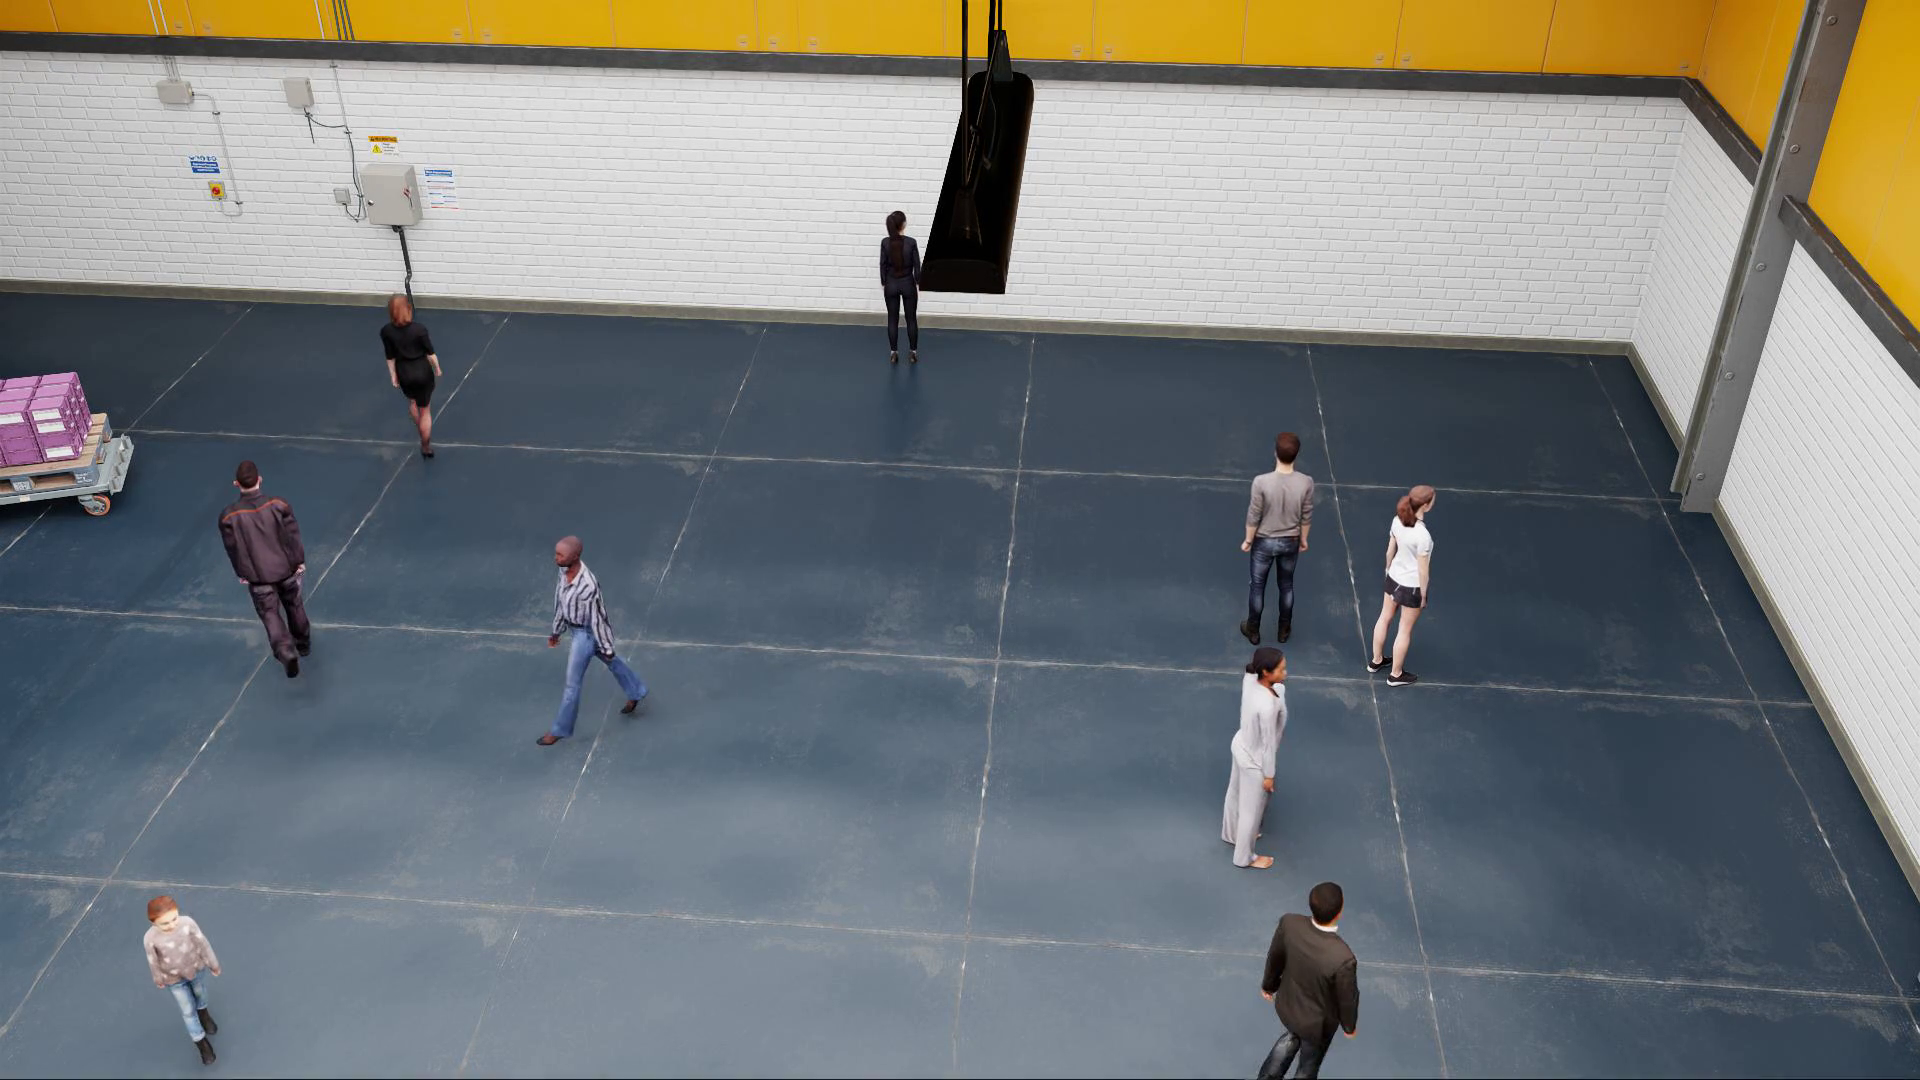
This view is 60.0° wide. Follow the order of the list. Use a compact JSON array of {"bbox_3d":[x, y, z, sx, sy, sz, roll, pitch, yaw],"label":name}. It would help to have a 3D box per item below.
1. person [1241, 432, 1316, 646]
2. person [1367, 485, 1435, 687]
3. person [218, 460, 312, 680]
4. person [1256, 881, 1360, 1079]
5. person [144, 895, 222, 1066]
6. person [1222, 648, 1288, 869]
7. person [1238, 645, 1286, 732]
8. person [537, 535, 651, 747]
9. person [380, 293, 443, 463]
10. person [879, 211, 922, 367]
[{"bbox_3d":[2.530,0.006,13.282,0.712,1.904,0.623,-2,34,-2],"label":"person"},{"bbox_3d":[3.450,0.345,12.909,0.728,1.753,0.649,-18,37,-25],"label":"person"},{"bbox_3d":[-5.373,0.245,12.982,1.017,1.838,1.150,-15,36,-21],"label":"person"},{"bbox_3d":[1.895,2.675,9.371,0.941,1.789,0.878,-23,40,-30],"label":"person"},{"bbox_3d":[-4.716,2.572,10.079,0.734,1.178,0.798,-23,40,-31],"label":"person"},{"bbox_3d":[1.994,1.452,11.260,0.735,1.736,0.558,-5,34,-7],"label":"person"},{"bbox_3d":[2.163,1.335,11.874,0.581,1.249,0.714,-6,34,-9],"label":"person"},{"bbox_3d":[-2.696,0.697,12.395,1.159,1.736,1.175,-20,38,-27],"label":"person"},{"bbox_3d":[-5.178,-1.504,15.746,0.612,1.691,0.722,1,34,1],"label":"person"},{"bbox_3d":[-0.619,-2.637,17.434,0.572,1.711,0.460,2,34,4],"label":"person"}]
